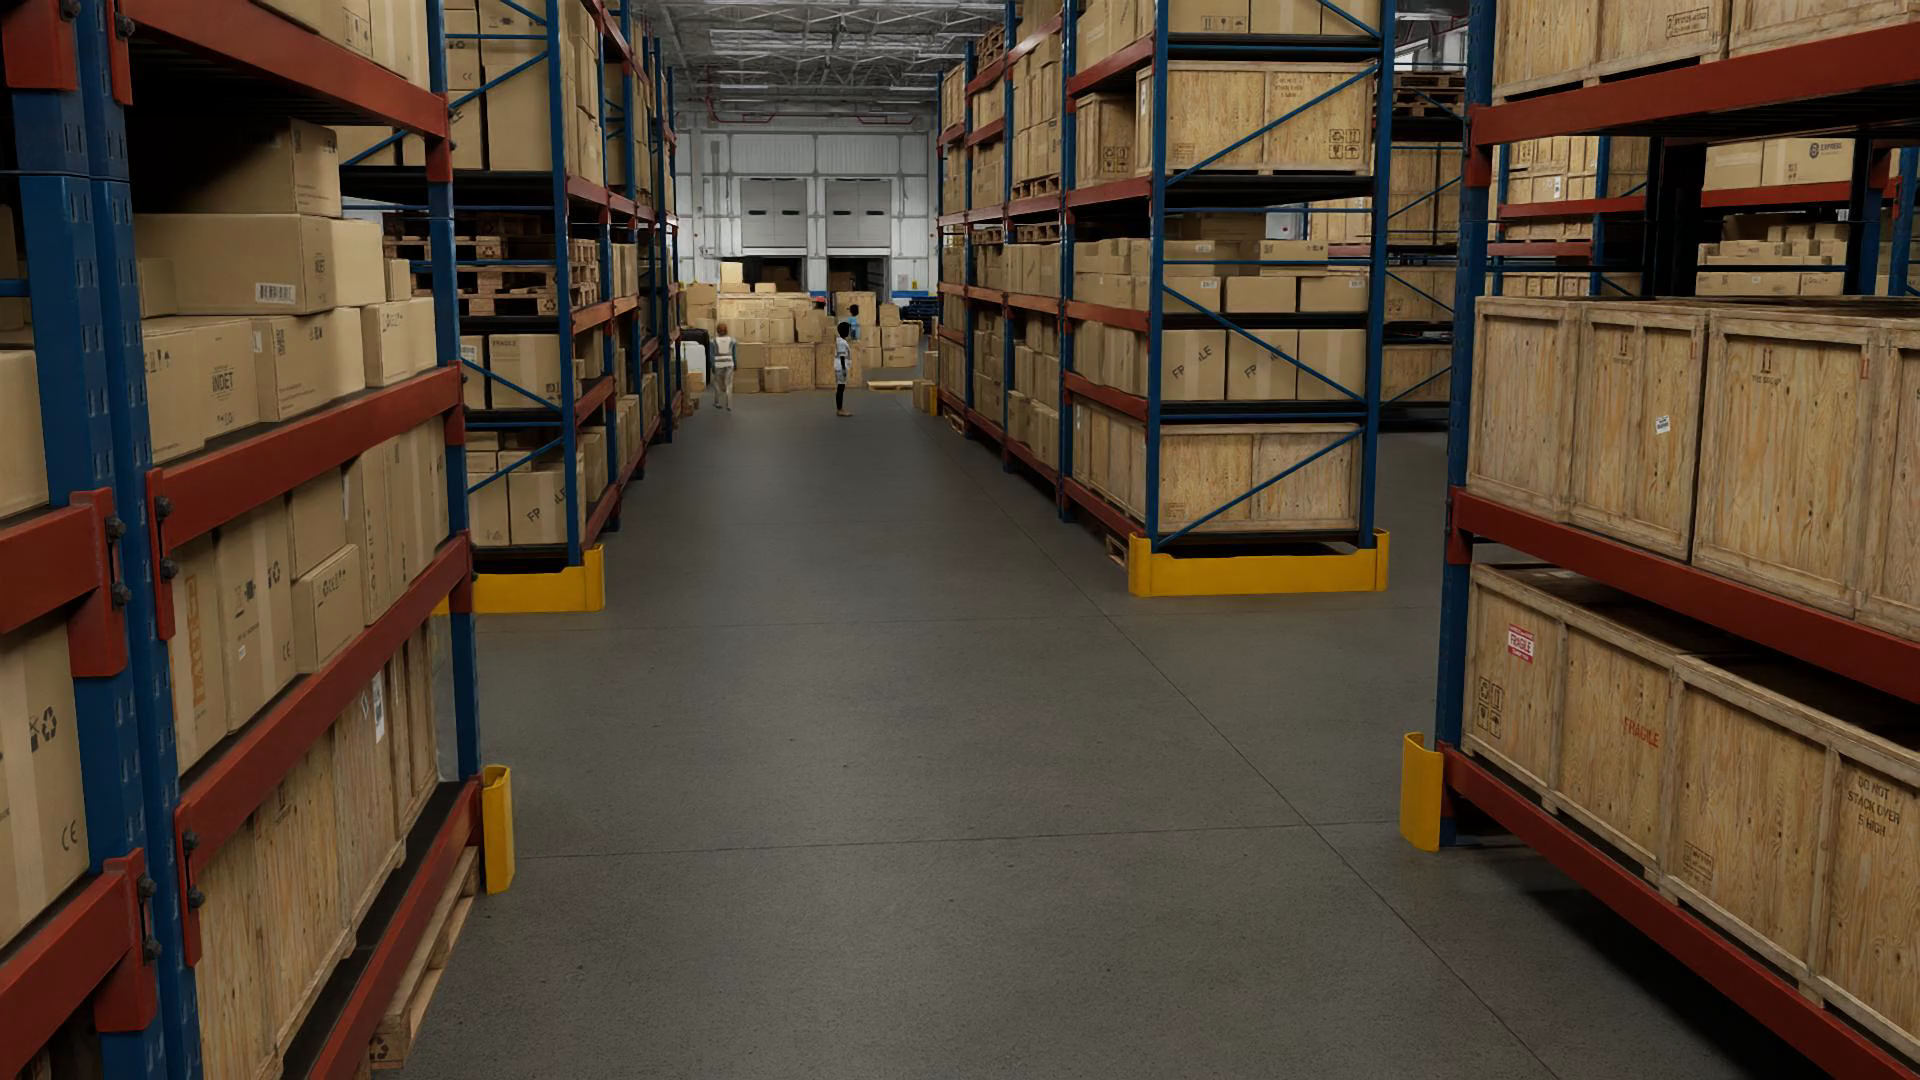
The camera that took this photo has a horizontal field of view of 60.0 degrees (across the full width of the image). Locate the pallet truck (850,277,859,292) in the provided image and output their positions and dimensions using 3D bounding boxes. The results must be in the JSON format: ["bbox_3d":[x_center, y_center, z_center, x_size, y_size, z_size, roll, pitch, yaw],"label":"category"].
[{"bbox_3d":[-3.782,-9.391,65.808,1.885,1.965,0.823,2,10,10],"label":"pallet truck"}]

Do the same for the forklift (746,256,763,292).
[{"bbox_3d":[-7.237,-8.630,58.809,1.873,2.768,1.129,-4,11,-24],"label":"forklift"}]

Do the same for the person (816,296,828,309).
[{"bbox_3d":[-3.331,-4.940,40.199,0.907,1.886,0.552,-2,10,-11],"label":"person"}]

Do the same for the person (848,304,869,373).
[{"bbox_3d":[-2.510,-4.929,40.762,0.674,1.673,0.545,-3,10,-19],"label":"person"}]

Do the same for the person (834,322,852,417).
[{"bbox_3d":[-2.104,-3.060,29.831,0.320,1.693,0.531,-1,10,-6],"label":"person"}]

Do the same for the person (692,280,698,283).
[{"bbox_3d":[-10.014,-8.861,62.913,0.587,1.930,0.355,-1,10,-6],"label":"person"}]

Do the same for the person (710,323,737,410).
[{"bbox_3d":[-4.439,-3.250,31.188,0.526,1.605,0.793,-3,10,-15],"label":"person"}]
